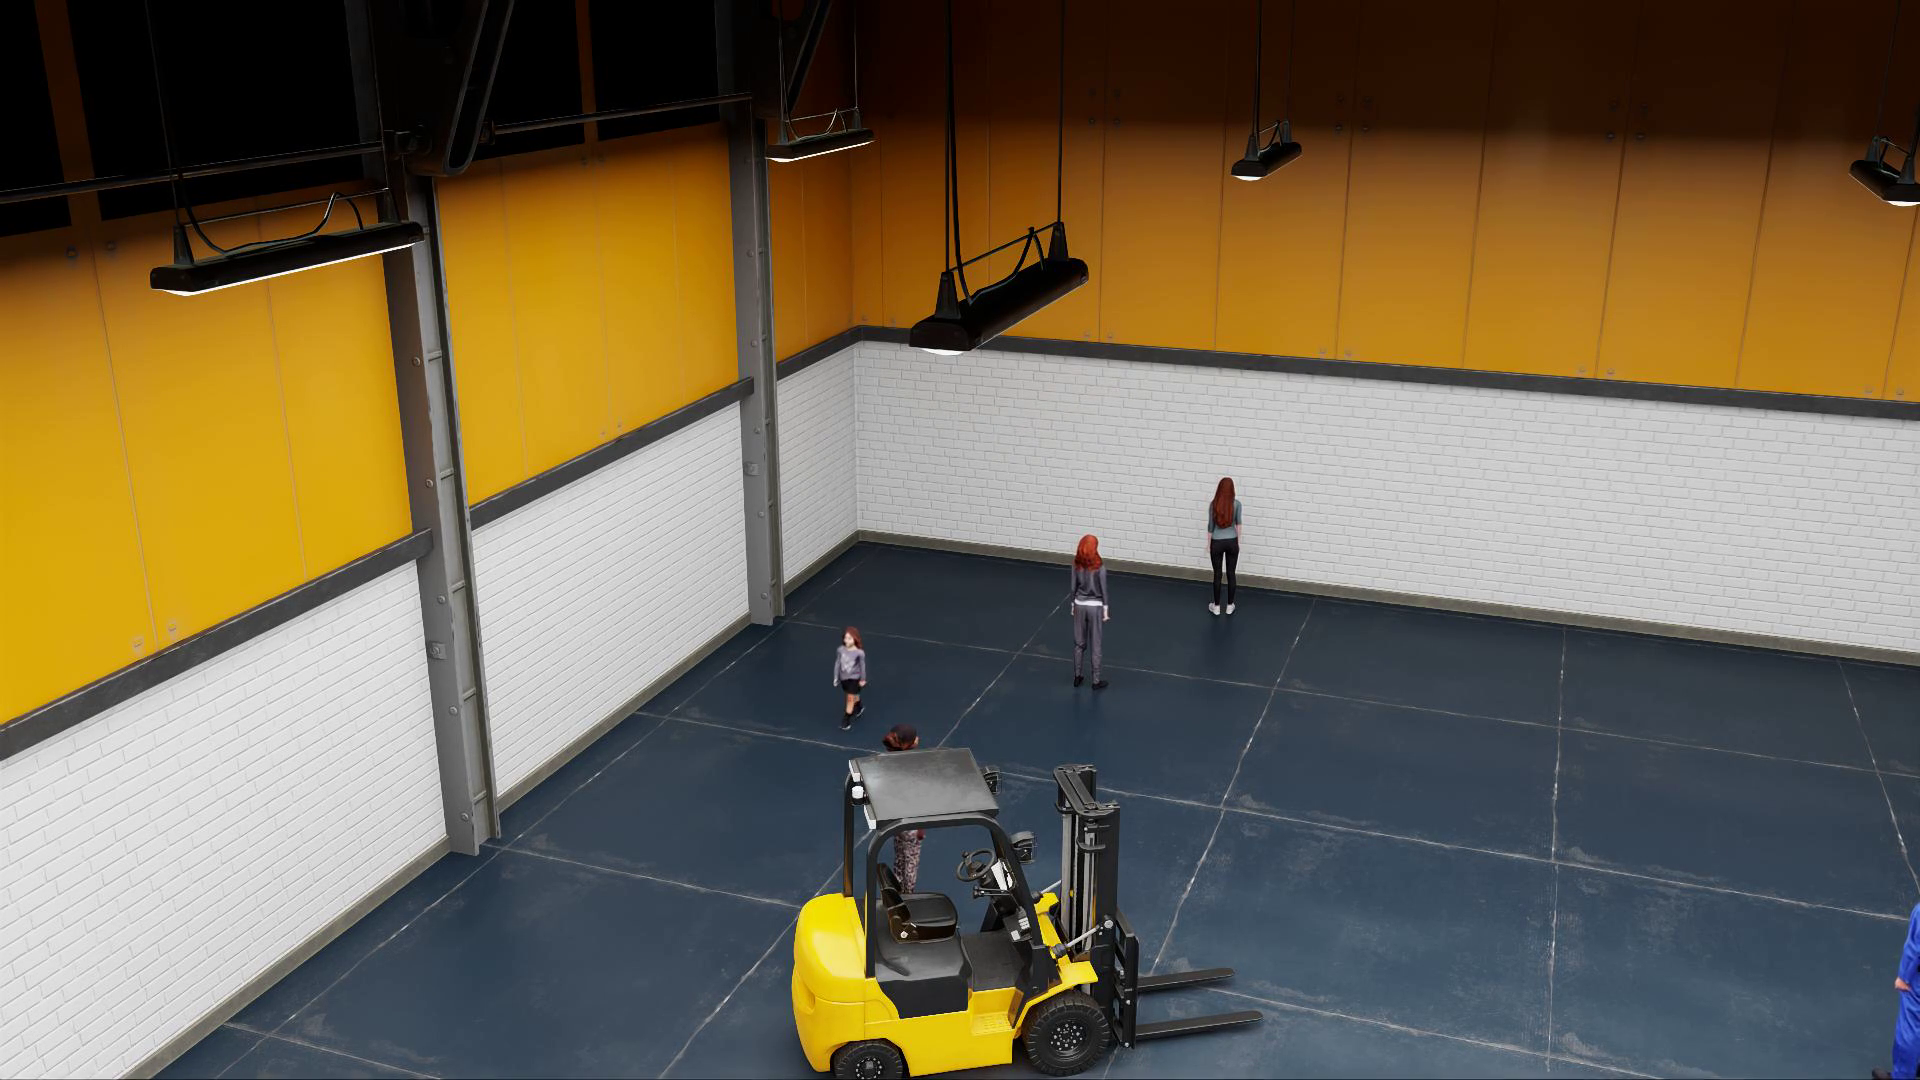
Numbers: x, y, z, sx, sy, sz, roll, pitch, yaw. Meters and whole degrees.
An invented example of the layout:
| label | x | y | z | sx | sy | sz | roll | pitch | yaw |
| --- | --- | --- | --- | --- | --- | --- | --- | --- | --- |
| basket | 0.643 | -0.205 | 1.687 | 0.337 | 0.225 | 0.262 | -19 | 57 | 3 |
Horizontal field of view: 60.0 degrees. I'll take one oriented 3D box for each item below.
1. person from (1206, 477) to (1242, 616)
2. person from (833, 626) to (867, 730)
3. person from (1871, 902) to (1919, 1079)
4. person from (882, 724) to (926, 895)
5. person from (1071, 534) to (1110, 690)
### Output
| label | x | y | z | sx | sy | sz | roll | pitch | yaw |
| --- | --- | --- | --- | --- | --- | --- | --- | --- | --- |
| person | 3.250 | 0.069 | 20.479 | 0.637 | 1.742 | 0.636 | 0 | 19 | 1 |
| person | -1.132 | 1.413 | 17.528 | 0.519 | 1.078 | 0.811 | 9 | 20 | 24 |
| person | 6.787 | 3.015 | 11.601 | 0.776 | 1.825 | 0.819 | -7 | 20 | -21 |
| person | -0.446 | 2.313 | 13.859 | 0.742 | 1.714 | 0.681 | -8 | 20 | -23 |
| person | 1.414 | 0.784 | 18.300 | 0.613 | 1.779 | 0.550 | 10 | 21 | 28 |
